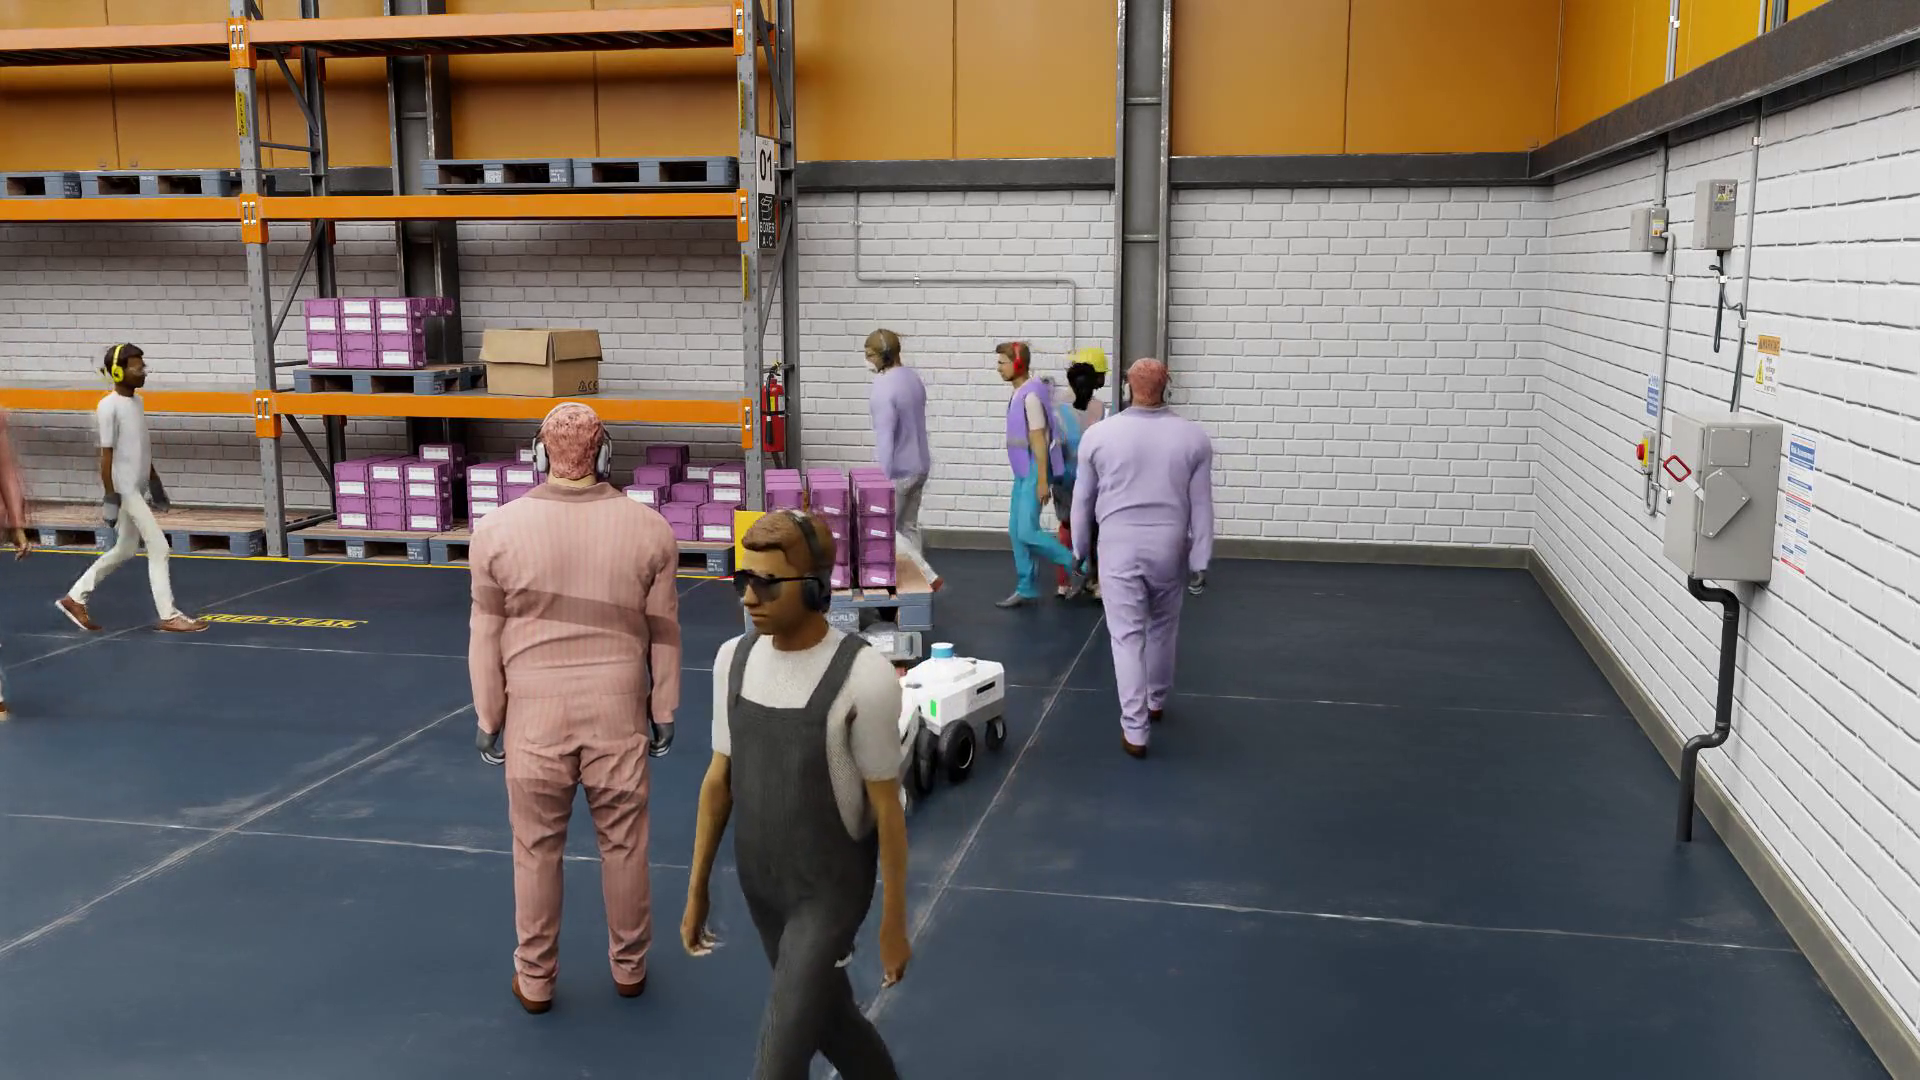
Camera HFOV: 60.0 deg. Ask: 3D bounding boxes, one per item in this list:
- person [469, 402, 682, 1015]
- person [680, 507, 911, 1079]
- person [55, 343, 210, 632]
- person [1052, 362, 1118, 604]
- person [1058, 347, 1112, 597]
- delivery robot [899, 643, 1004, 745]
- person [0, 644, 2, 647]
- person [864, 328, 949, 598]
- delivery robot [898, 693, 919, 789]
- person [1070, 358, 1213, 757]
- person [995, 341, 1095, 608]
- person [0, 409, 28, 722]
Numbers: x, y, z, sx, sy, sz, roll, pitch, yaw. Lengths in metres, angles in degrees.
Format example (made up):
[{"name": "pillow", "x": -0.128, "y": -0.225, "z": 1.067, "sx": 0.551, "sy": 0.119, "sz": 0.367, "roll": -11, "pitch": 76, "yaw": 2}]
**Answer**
[{"name": "person", "x": -1.197, "y": 0.521, "z": 5.214, "sx": 0.647, "sy": 1.900, "sz": 0.402, "roll": -3, "pitch": 10, "yaw": -19}, {"name": "person", "x": -0.361, "y": 0.803, "z": 3.821, "sx": 0.531, "sy": 1.799, "sz": 0.980, "roll": 8, "pitch": 12, "yaw": 38}, {"name": "person", "x": -5.269, "y": -0.317, "z": 10.435, "sx": 0.889, "sy": 1.841, "sz": 0.519, "roll": -2, "pitch": 10, "yaw": -9}, {"name": "person", "x": 0.838, "y": -0.386, "z": 11.385, "sx": 0.535, "sy": 1.644, "sz": 0.859, "roll": 0, "pitch": 9, "yaw": -3}, {"name": "person", "x": 0.890, "y": -0.459, "z": 11.583, "sx": 0.498, "sy": 1.745, "sz": 0.524, "roll": -6, "pitch": 11, "yaw": -32}, {"name": "delivery robot", "x": -0.082, "y": 0.722, "z": 7.740, "sx": 0.477, "sy": 0.478, "sz": 0.707, "roll": 5, "pitch": 11, "yaw": 29}, {"name": "person", "x": -5.964, "y": -0.160, "z": 9.805, "sx": 0.446, "sy": 1.720, "sz": 0.504, "roll": -4, "pitch": 10, "yaw": -22}, {"name": "person", "x": -0.361, "y": -0.424, "z": 10.836, "sx": 0.501, "sy": 1.914, "sz": 0.681, "roll": 4, "pitch": 10, "yaw": 21}, {"name": "delivery robot", "x": -0.384, "y": 0.833, "z": 7.073, "sx": 0.477, "sy": 0.478, "sz": 0.707, "roll": 1, "pitch": 10, "yaw": 6}, {"name": "person", "x": 0.865, "y": 0.054, "z": 8.105, "sx": 0.658, "sy": 1.861, "sz": 0.953, "roll": -1, "pitch": 9, "yaw": -4}, {"name": "person", "x": 0.542, "y": -0.425, "z": 11.130, "sx": 0.598, "sy": 1.816, "sz": 0.608, "roll": -1, "pitch": 10, "yaw": -9}, {"name": "person", "x": -5.198, "y": -0.057, "z": 8.489, "sx": 0.861, "sy": 1.953, "sz": 0.636, "roll": 5, "pitch": 11, "yaw": 29}]
